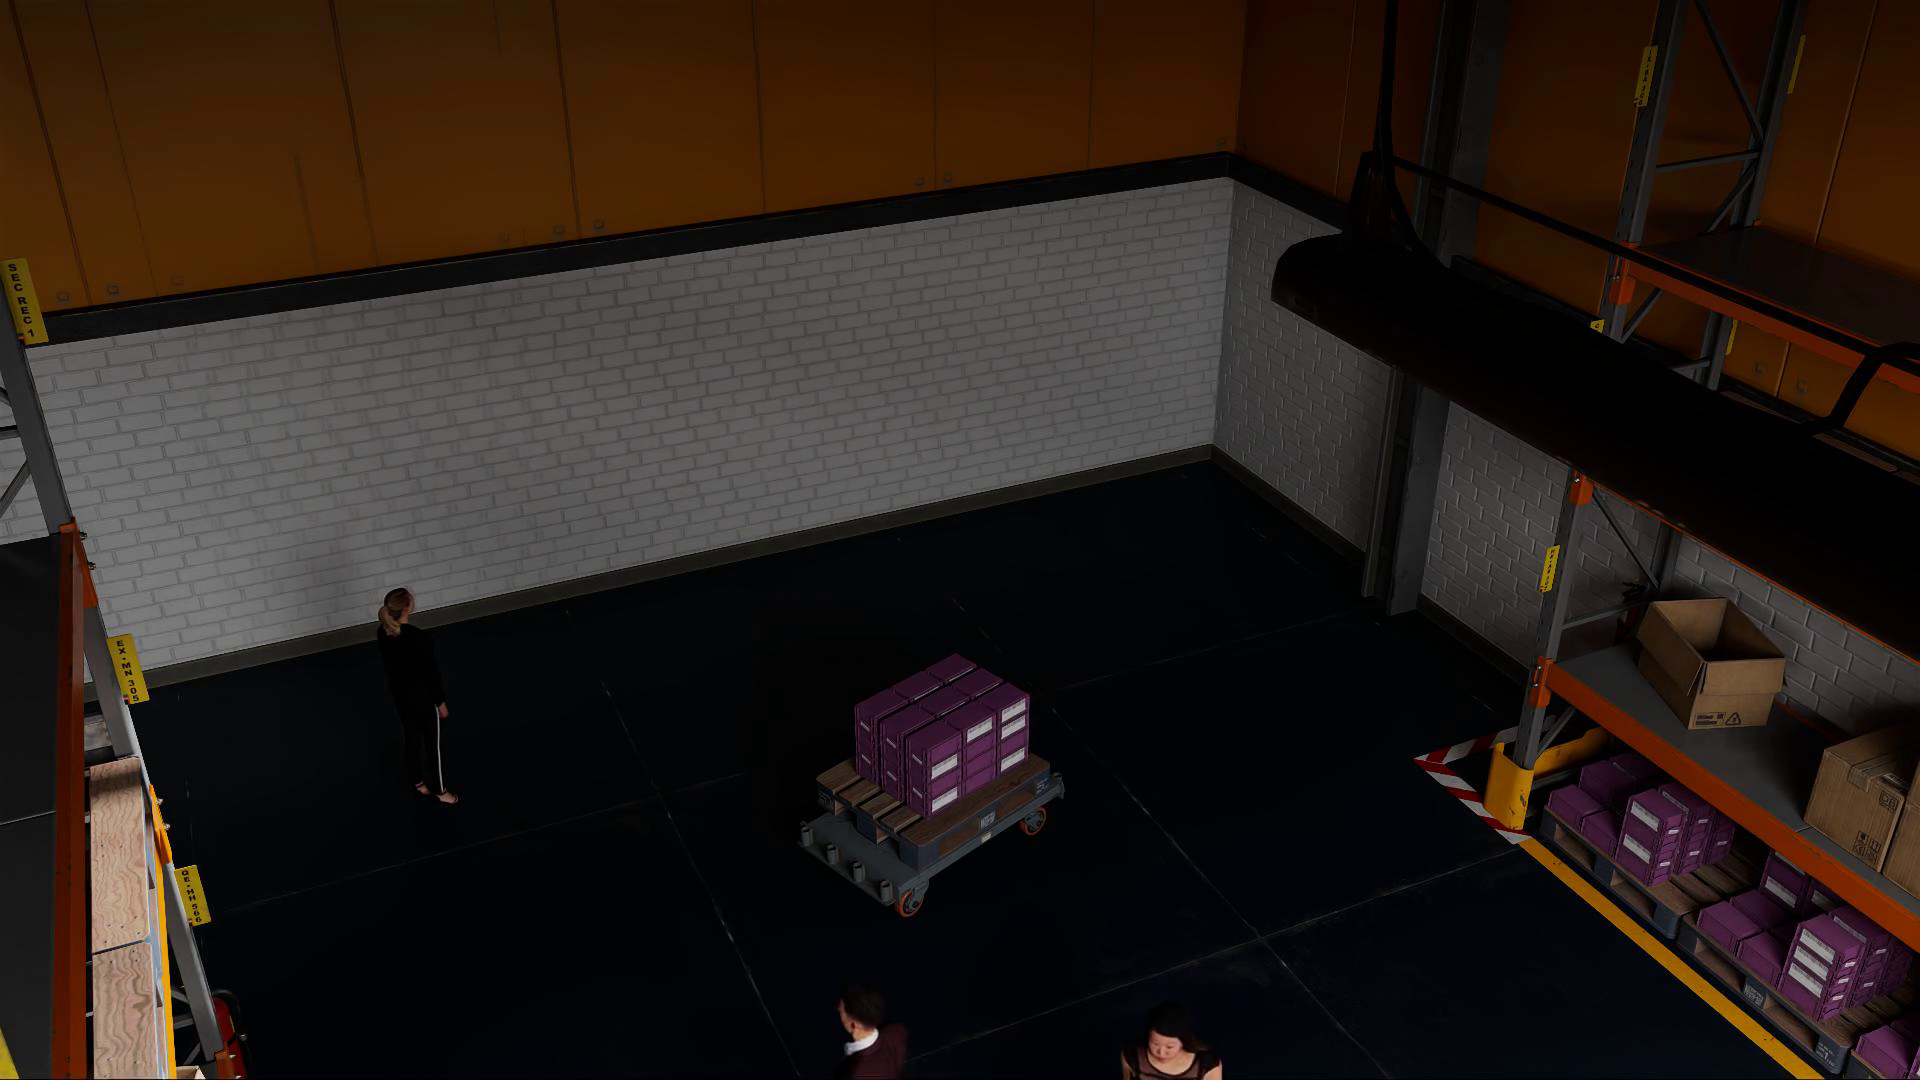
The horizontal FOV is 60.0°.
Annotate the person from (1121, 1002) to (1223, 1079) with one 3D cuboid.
[{"bbox_3d":[1.013,2.829,7.980,1.011,1.693,1.120,6,29,11],"label":"person"}]

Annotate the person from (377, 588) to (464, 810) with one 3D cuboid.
[{"bbox_3d":[-3.656,1.074,11.182,0.681,1.707,0.753,12,31,21],"label":"person"}]

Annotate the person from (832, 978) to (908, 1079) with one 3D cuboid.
[{"bbox_3d":[-0.377,2.841,7.793,1.037,1.851,0.972,11,31,19],"label":"person"}]
